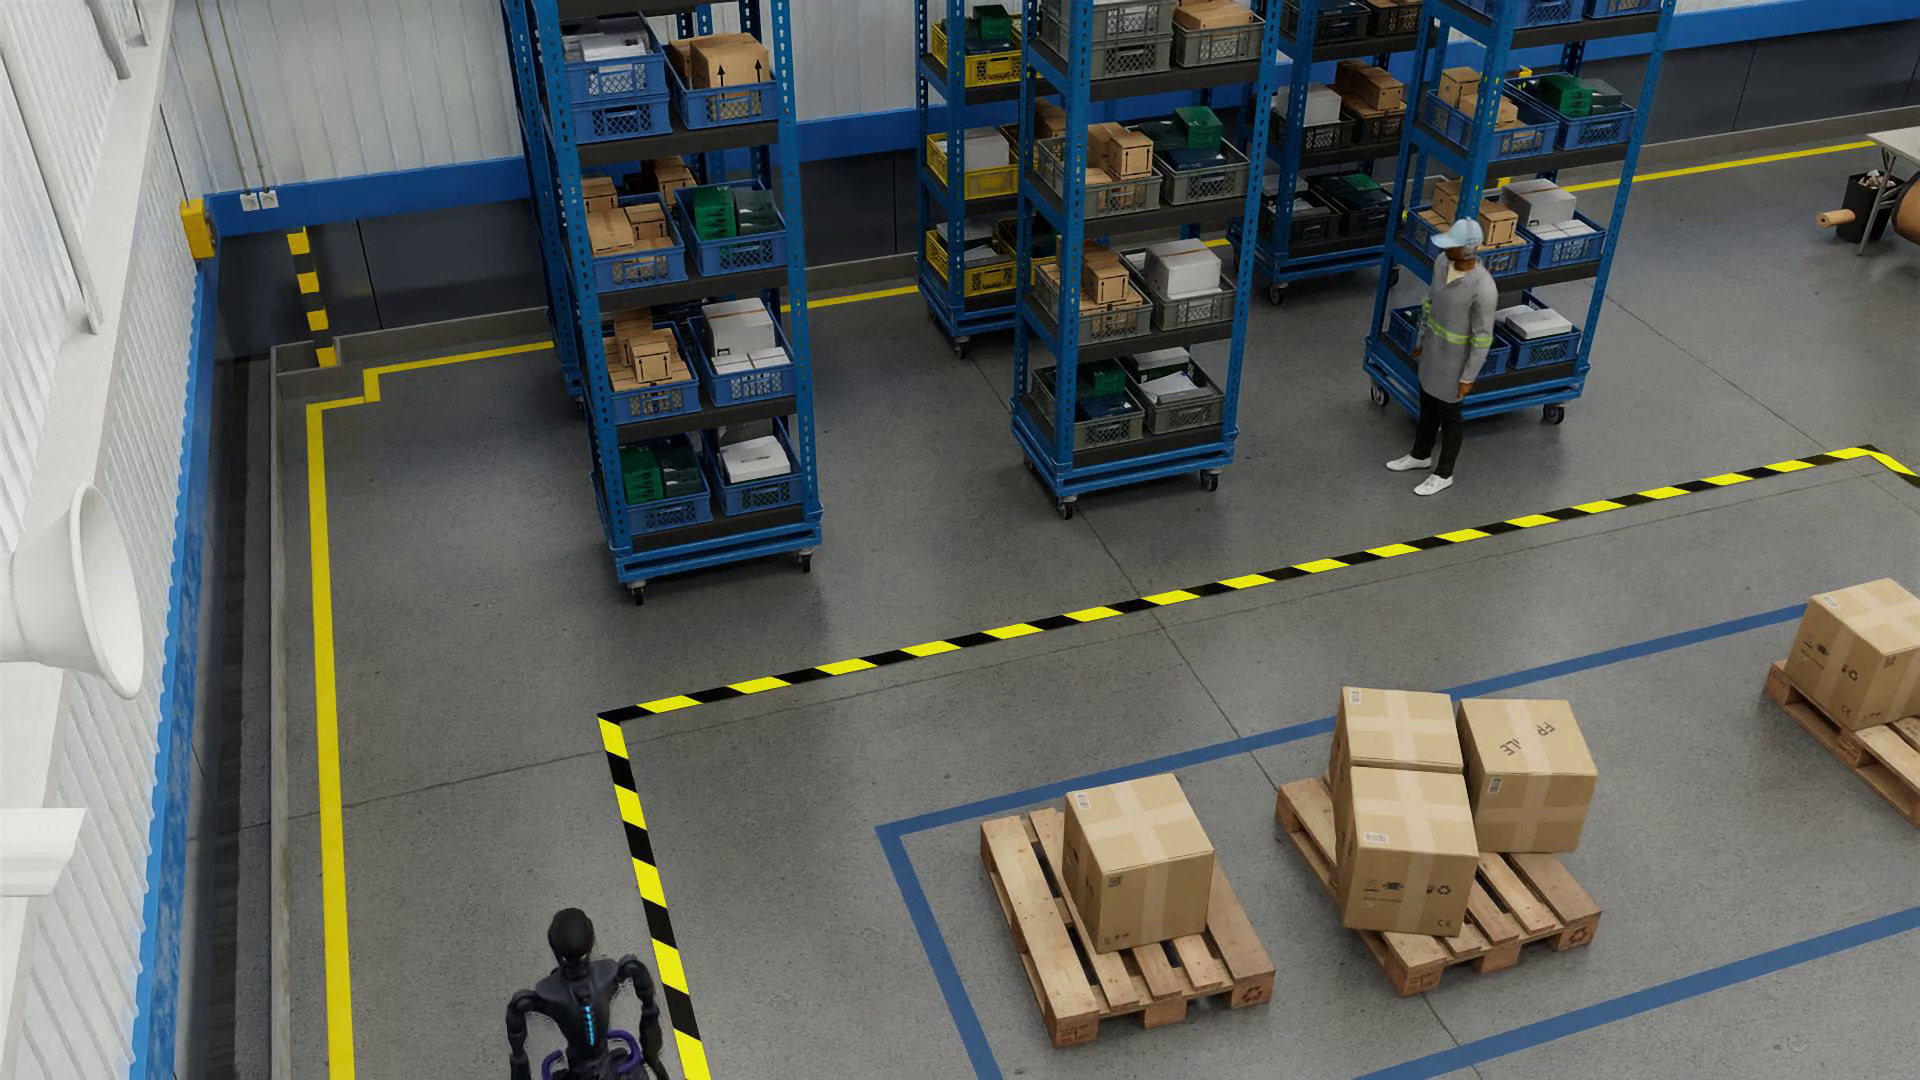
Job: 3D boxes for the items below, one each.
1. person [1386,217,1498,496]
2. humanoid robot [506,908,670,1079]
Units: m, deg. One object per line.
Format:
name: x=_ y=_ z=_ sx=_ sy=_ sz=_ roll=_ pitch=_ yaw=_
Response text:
person: x=2.989 y=-1.134 z=10.290 sx=0.385 sy=1.849 sz=0.596 roll=-11 pitch=37 yaw=-16
humanoid robot: x=-1.364 y=1.972 z=6.079 sx=0.597 sy=1.629 sz=0.787 roll=-17 pitch=39 yaw=-23
